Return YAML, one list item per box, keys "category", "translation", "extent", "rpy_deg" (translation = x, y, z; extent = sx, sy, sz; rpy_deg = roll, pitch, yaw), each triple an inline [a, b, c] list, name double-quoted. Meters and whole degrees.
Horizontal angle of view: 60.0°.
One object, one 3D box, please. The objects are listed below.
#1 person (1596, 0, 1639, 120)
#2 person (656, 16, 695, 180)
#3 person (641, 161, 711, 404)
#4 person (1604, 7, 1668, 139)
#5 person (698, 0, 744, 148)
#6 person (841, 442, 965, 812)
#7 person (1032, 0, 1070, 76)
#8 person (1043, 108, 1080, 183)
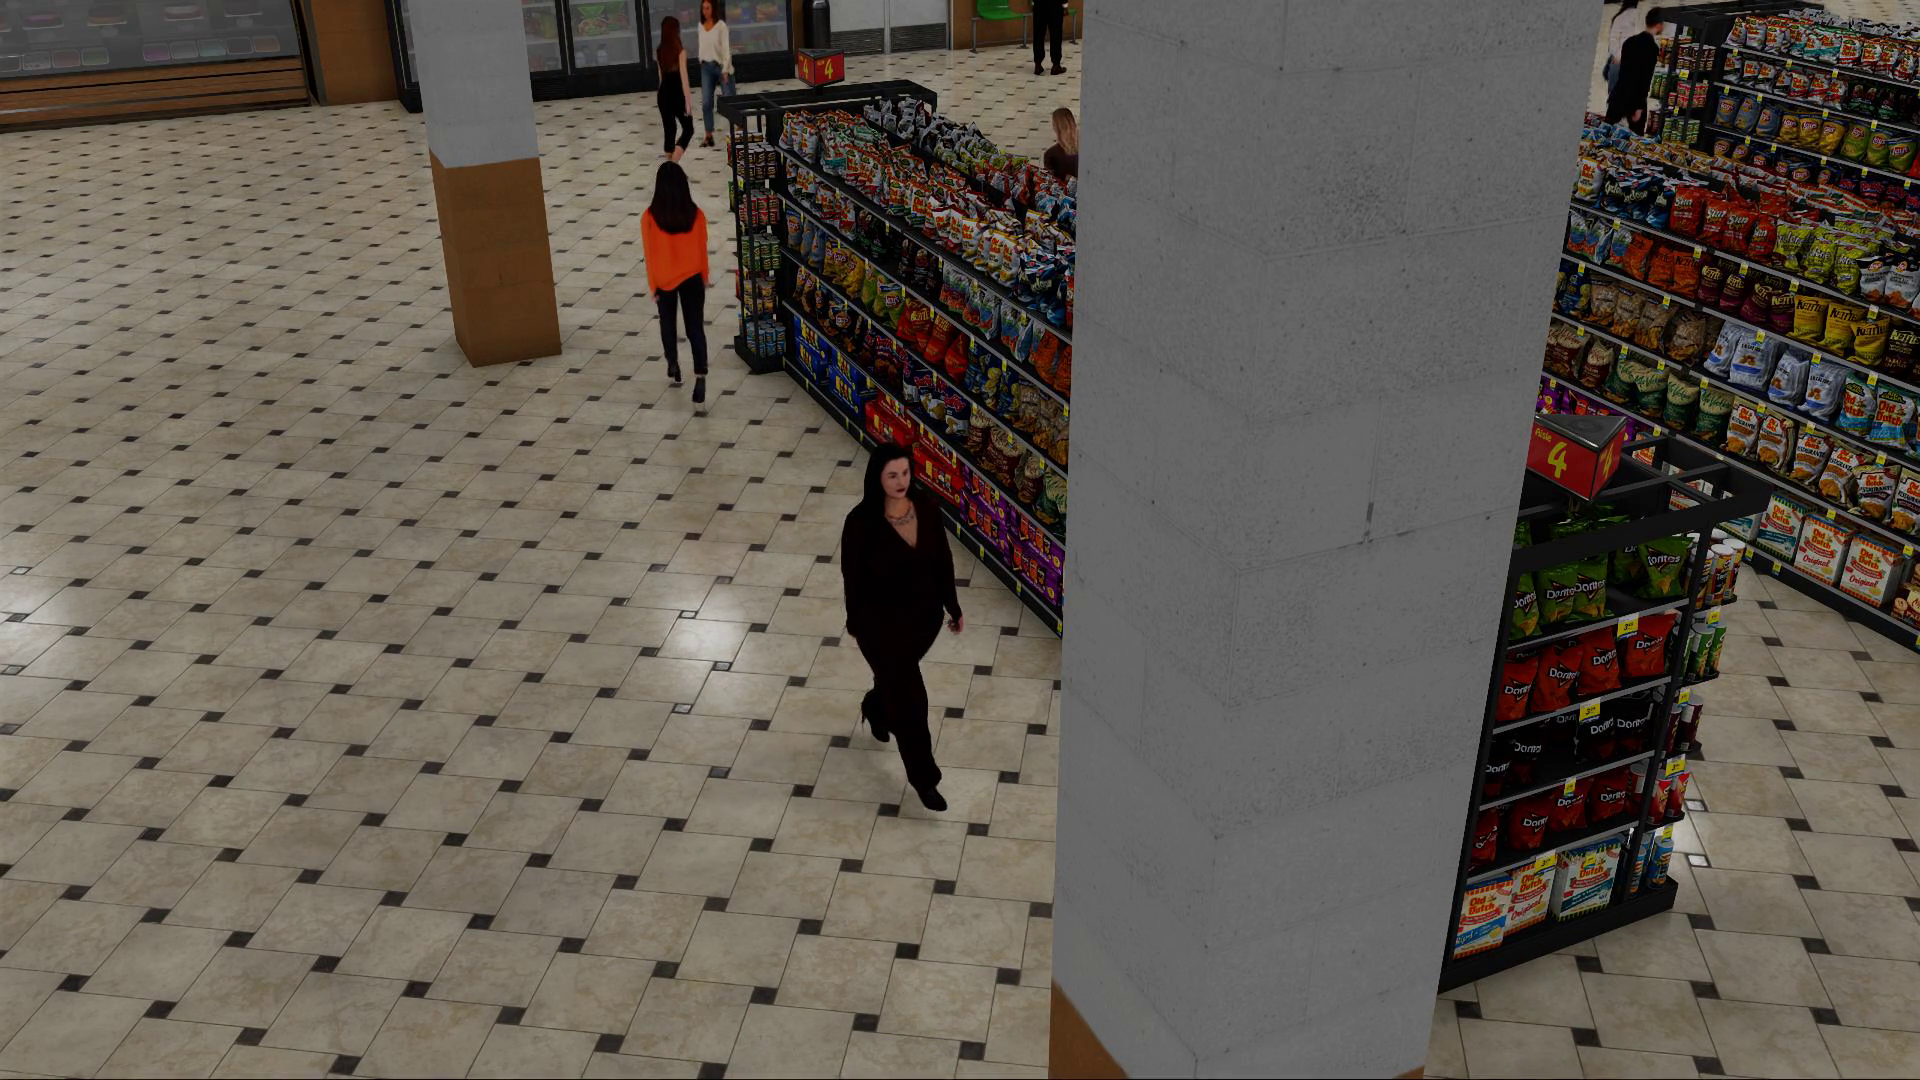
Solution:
- category: "person"
  translation: [8.051, -5.905, 20.084]
  extent: [0.867, 1.626, 0.807]
  rpy_deg: [7, 28, 14]
- category: "person"
  translation: [-3.043, -4.530, 17.274]
  extent: [0.788, 1.716, 0.838]
  rpy_deg: [14, 30, 25]
- category: "person"
  translation: [-1.977, -1.786, 11.877]
  extent: [0.730, 1.703, 1.144]
  rpy_deg: [-8, 28, -15]
- category: "person"
  translation: [6.769, -4.461, 17.019]
  extent: [0.899, 1.824, 1.168]
  rpy_deg: [-10, 29, -20]
- category: "person"
  translation: [-2.703, -5.333, 18.942]
  extent: [1.103, 1.641, 1.079]
  rpy_deg: [13, 30, 24]
- category: "person"
  translation: [-0.333, 0.354, 7.695]
  extent: [0.844, 1.670, 1.149]
  rpy_deg: [-20, 33, -34]
- category: "person"
  translation: [1.202, -7.287, 22.503]
  extent: [0.779, 1.905, 0.842]
  rpy_deg: [10, 29, 19]
- category: "person"
  translation: [0.949, -2.652, 13.611]
  extent: [0.651, 1.680, 0.772]
  rpy_deg: [-9, 28, -17]
